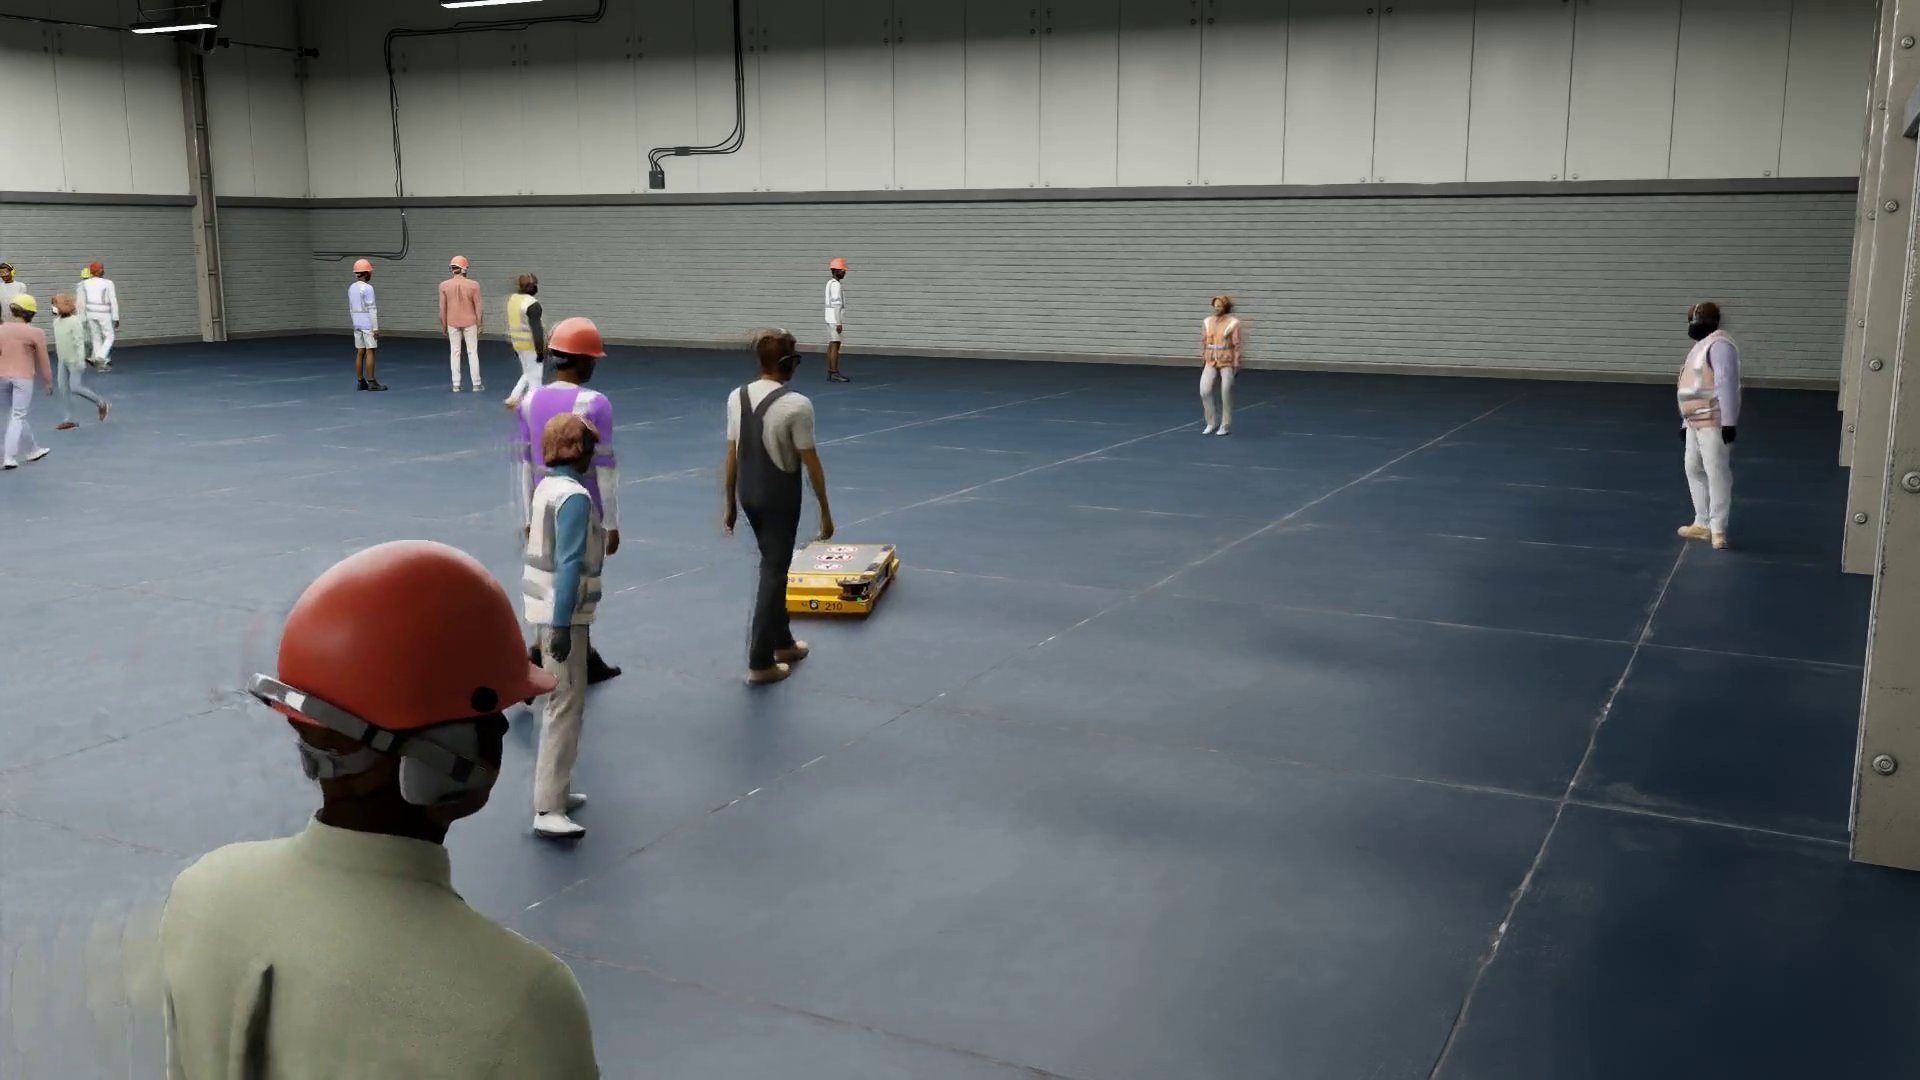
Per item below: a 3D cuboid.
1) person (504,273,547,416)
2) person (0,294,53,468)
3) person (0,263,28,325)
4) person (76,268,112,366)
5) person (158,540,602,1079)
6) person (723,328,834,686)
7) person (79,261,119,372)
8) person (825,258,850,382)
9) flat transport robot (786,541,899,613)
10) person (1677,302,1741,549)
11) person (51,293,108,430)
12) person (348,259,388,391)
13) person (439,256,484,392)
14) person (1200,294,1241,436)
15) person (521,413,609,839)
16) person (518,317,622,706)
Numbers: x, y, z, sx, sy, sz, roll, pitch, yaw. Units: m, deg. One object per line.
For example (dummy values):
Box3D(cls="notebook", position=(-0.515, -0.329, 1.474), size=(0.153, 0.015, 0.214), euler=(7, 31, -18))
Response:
Box3D(cls="person", position=(-5.344, -2.383, 20.603), size=(0.457, 1.833, 0.646), euler=(-10, 14, -42))
Box3D(cls="person", position=(-9.391, -1.590, 16.614), size=(0.576, 1.692, 0.893), euler=(0, 10, -2))
Box3D(cls="person", position=(-15.058, -3.465, 26.443), size=(0.502, 1.860, 0.312), euler=(0, 10, -2))
Box3D(cls="person", position=(-15.300, -3.927, 29.356), size=(0.515, 1.710, 0.948), euler=(1, 10, 4))
Box3D(cls="person", position=(-0.552, 0.962, 1.995), size=(0.647, 1.962, 0.819), euler=(7, 13, 35))
Box3D(cls="person", position=(-0.888, -0.181, 8.623), size=(0.555, 1.820, 0.750), euler=(7, 12, 34))
Box3D(cls="person", position=(-14.442, -3.733, 27.872), size=(0.614, 1.867, 0.545), euler=(-1, 10, -3))
Box3D(cls="person", position=(-1.931, -3.447, 26.131), size=(0.375, 1.934, 0.547), euler=(-3, 11, -14))
Box3D(cls="flat transport robot", position=(-0.807, 0.219, 10.673), size=(0.652, 0.197, 1.431), euler=(1, 10, 5))
Box3D(cls="person", position=(5.579, -0.854, 12.390), size=(0.433, 1.807, 0.763), euler=(1, 10, 7))
Box3D(cls="person", position=(-10.555, -2.134, 19.832), size=(0.513, 1.613, 0.546), euler=(6, 12, 28))
Box3D(cls="person", position=(-8.779, -3.170, 24.601), size=(0.546, 1.942, 0.353), euler=(8, 13, 36))
Box3D(cls="person", position=(-7.342, -3.181, 24.524), size=(0.613, 1.991, 0.392), euler=(-1, 10, -5))
Box3D(cls="person", position=(2.970, -1.992, 19.027), size=(0.537, 1.617, 0.511), euler=(8, 13, 37))
Box3D(cls="person", position=(-1.541, 0.323, 6.460), size=(0.397, 1.605, 0.644), euler=(-4, 11, -23))
Box3D(cls="person", position=(-1.960, -0.130, 8.177), size=(0.558, 1.912, 0.858), euler=(6, 12, 28))
